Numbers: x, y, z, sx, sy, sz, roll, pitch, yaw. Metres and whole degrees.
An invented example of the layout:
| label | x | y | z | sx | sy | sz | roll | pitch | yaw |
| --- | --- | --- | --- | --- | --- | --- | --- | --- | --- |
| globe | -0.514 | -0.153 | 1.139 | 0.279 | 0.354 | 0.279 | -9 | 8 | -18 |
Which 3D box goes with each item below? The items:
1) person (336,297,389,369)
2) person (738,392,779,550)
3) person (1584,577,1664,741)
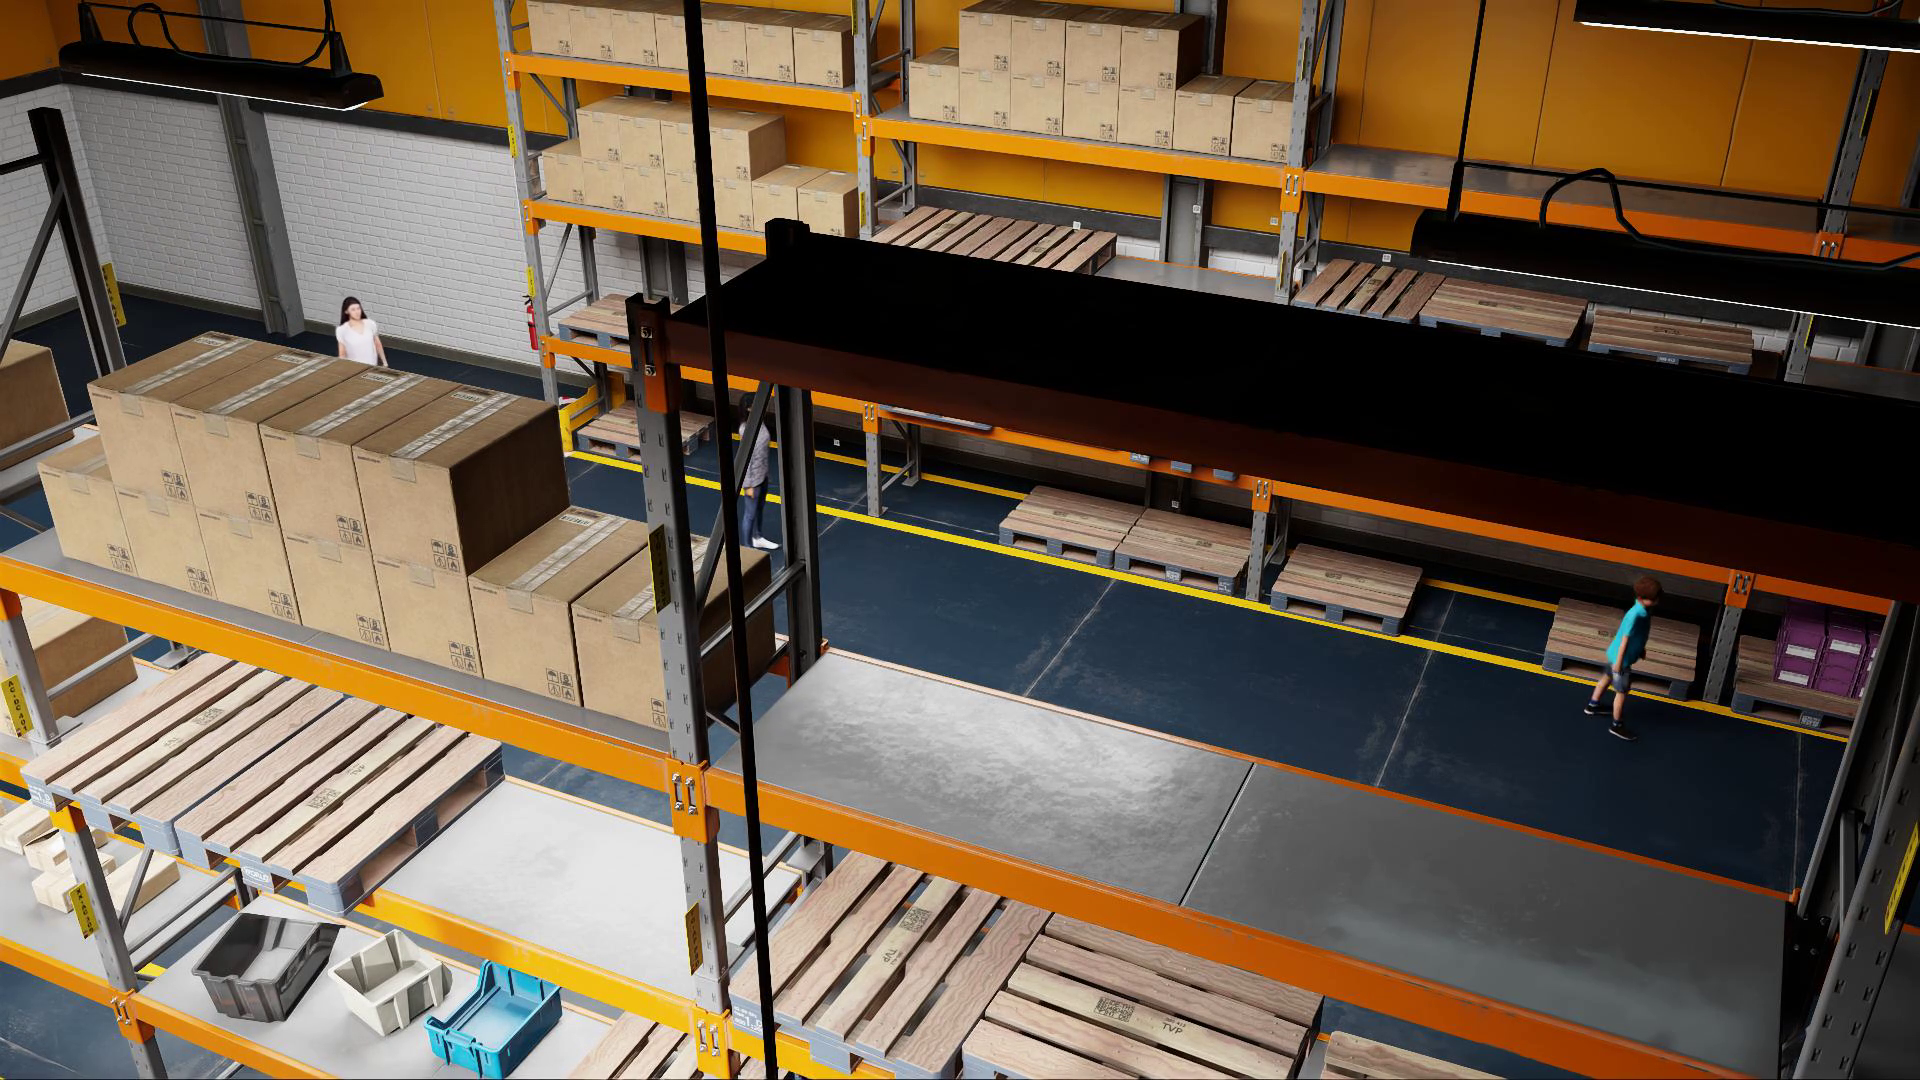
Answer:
| label | x | y | z | sx | sy | sz | roll | pitch | yaw |
| --- | --- | --- | --- | --- | --- | --- | --- | --- | --- |
| person | -6.623 | -1.887 | 18.337 | 0.818 | 1.663 | 0.991 | -25 | 38 | -38 |
| person | -1.976 | -0.631 | 15.962 | 0.585 | 1.732 | 0.648 | 7 | 29 | 12 |
| person | 5.359 | 0.889 | 13.492 | 0.753 | 1.428 | 0.620 | 16 | 33 | 27 |
